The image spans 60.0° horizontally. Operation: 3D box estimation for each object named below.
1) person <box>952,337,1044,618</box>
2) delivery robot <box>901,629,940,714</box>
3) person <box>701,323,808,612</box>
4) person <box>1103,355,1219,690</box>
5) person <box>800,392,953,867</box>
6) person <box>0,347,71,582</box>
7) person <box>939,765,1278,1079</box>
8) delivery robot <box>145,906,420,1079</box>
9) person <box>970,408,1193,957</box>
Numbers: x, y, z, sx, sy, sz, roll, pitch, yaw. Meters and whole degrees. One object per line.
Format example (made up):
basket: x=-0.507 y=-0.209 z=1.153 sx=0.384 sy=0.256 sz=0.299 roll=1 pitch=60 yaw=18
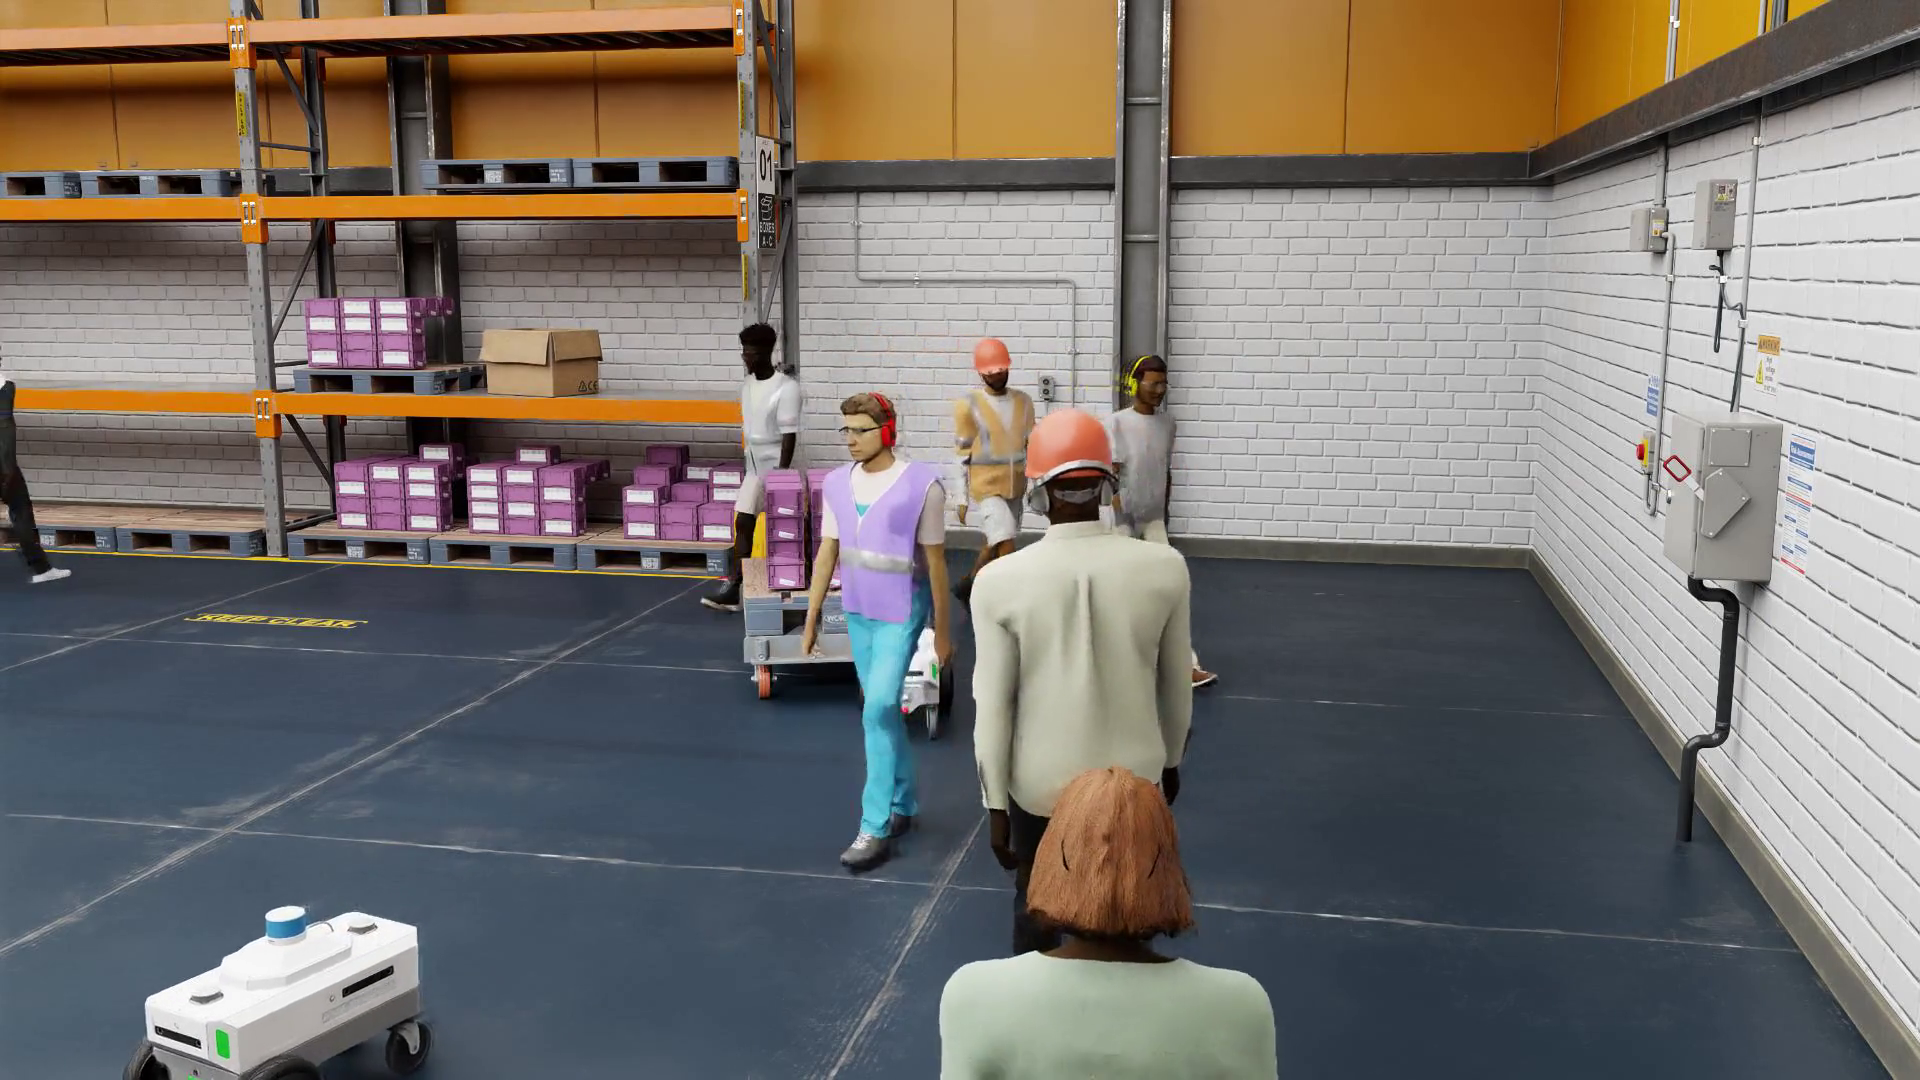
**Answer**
person: x=0.200 y=-0.335 z=10.409 sx=0.593 sy=1.888 sz=0.946 roll=-6 pitch=11 yaw=-30
delivery robot: x=-0.277 y=0.618 z=8.368 sx=0.477 sy=0.478 sz=0.707 roll=0 pitch=9 yaw=-2
person: x=-1.330 y=-0.462 z=11.013 sx=0.628 sy=1.920 sz=0.925 roll=9 pitch=13 yaw=42
person: x=1.036 y=-0.078 z=9.030 sx=0.514 sy=1.818 sz=0.933 roll=-4 pitch=10 yaw=-25
person: x=-0.386 y=0.343 z=6.492 sx=0.610 sy=1.817 sz=0.743 roll=8 pitch=12 yaw=39
person: x=-6.914 y=-0.573 z=11.864 sx=0.605 sy=1.880 sz=0.918 roll=3 pitch=10 yaw=18
person: x=0.230 y=1.120 z=2.524 sx=0.521 sy=1.583 sz=0.873 roll=1 pitch=9 yaw=6
delivery robot: x=-1.834 y=1.250 z=4.561 sx=0.477 sy=0.478 sz=0.707 roll=5 pitch=11 yaw=28
person: x=0.337 y=0.636 z=4.398 sx=0.612 sy=1.960 sz=1.014 roll=0 pitch=9 yaw=-2
